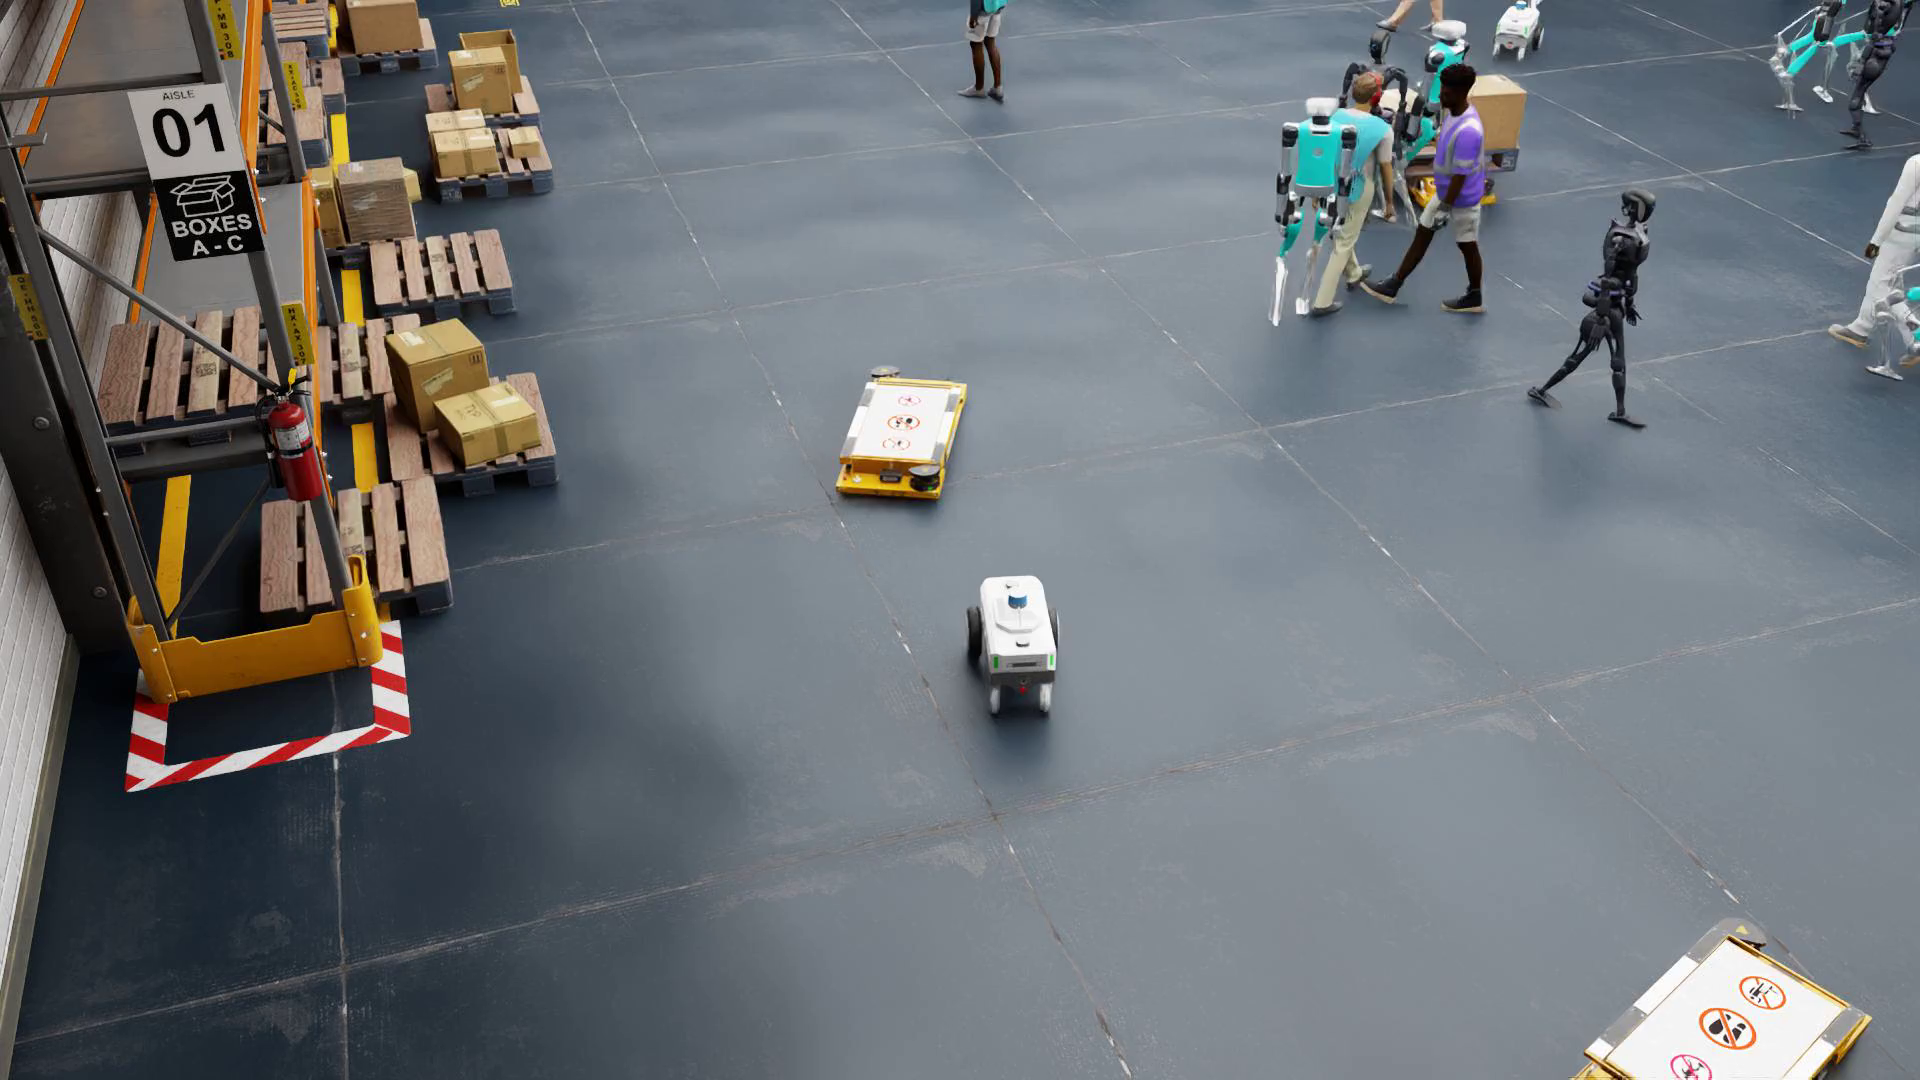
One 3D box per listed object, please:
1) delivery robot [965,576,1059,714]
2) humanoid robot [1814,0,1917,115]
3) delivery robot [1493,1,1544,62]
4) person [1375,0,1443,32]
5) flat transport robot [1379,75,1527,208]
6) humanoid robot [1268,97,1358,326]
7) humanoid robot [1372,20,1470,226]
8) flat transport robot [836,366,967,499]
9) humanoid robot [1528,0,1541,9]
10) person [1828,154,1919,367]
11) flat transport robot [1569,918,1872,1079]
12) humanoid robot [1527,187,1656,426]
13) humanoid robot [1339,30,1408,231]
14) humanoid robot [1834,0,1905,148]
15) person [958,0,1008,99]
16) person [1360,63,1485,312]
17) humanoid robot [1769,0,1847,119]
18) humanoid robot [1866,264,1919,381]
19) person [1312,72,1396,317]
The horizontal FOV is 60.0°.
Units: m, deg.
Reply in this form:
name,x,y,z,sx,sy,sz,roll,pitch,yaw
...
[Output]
name,x,y,z,sx,sy,sz,roll,pitch,yaw
delivery robot,0.299,0.501,8.801,0.499,0.565,0.746,-2,33,-4
humanoid robot,8.921,-5.138,16.414,0.577,1.762,0.918,-25,41,-33
delivery robot,6.077,-5.566,18.146,0.499,0.609,0.807,15,36,21
person,5.130,-6.482,18.543,0.814,1.642,0.459,6,34,9
flat transport robot,4.223,-3.351,14.998,0.659,0.231,1.431,-5,33,-8
humanoid robot,2.588,-2.486,12.335,0.530,1.778,0.764,4,33,7
humanoid robot,3.712,-3.468,13.841,0.544,1.780,0.789,-28,42,-36
flat transport robot,-0.366,-0.719,10.961,0.659,0.231,1.431,4,33,6
humanoid robot,6.869,-7.046,19.357,0.561,1.812,0.869,4,33,7
person,6.693,-2.123,11.660,0.581,1.861,0.763,-18,37,-26
flat transport robot,3.017,2.080,6.668,1.431,0.231,0.659,-26,41,-33
humanoid robot,4.288,-1.544,10.983,0.794,1.621,0.589,24,40,32
humanoid robot,3.385,-3.365,13.731,0.598,1.658,0.353,14,36,21
humanoid robot,8.528,-4.491,15.477,0.423,1.639,0.589,21,39,29
person,0.238,-5.334,16.521,0.496,1.930,0.575,19,38,26
person,3.553,-2.573,12.298,0.999,1.906,0.627,0,33,0
humanoid robot,8.220,-4.969,16.203,0.691,1.860,0.530,13,35,19
humanoid robot,6.649,-1.751,11.193,1.001,1.727,0.545,11,35,16
person,2.986,-2.608,12.460,0.883,1.798,0.579,-26,41,-34
